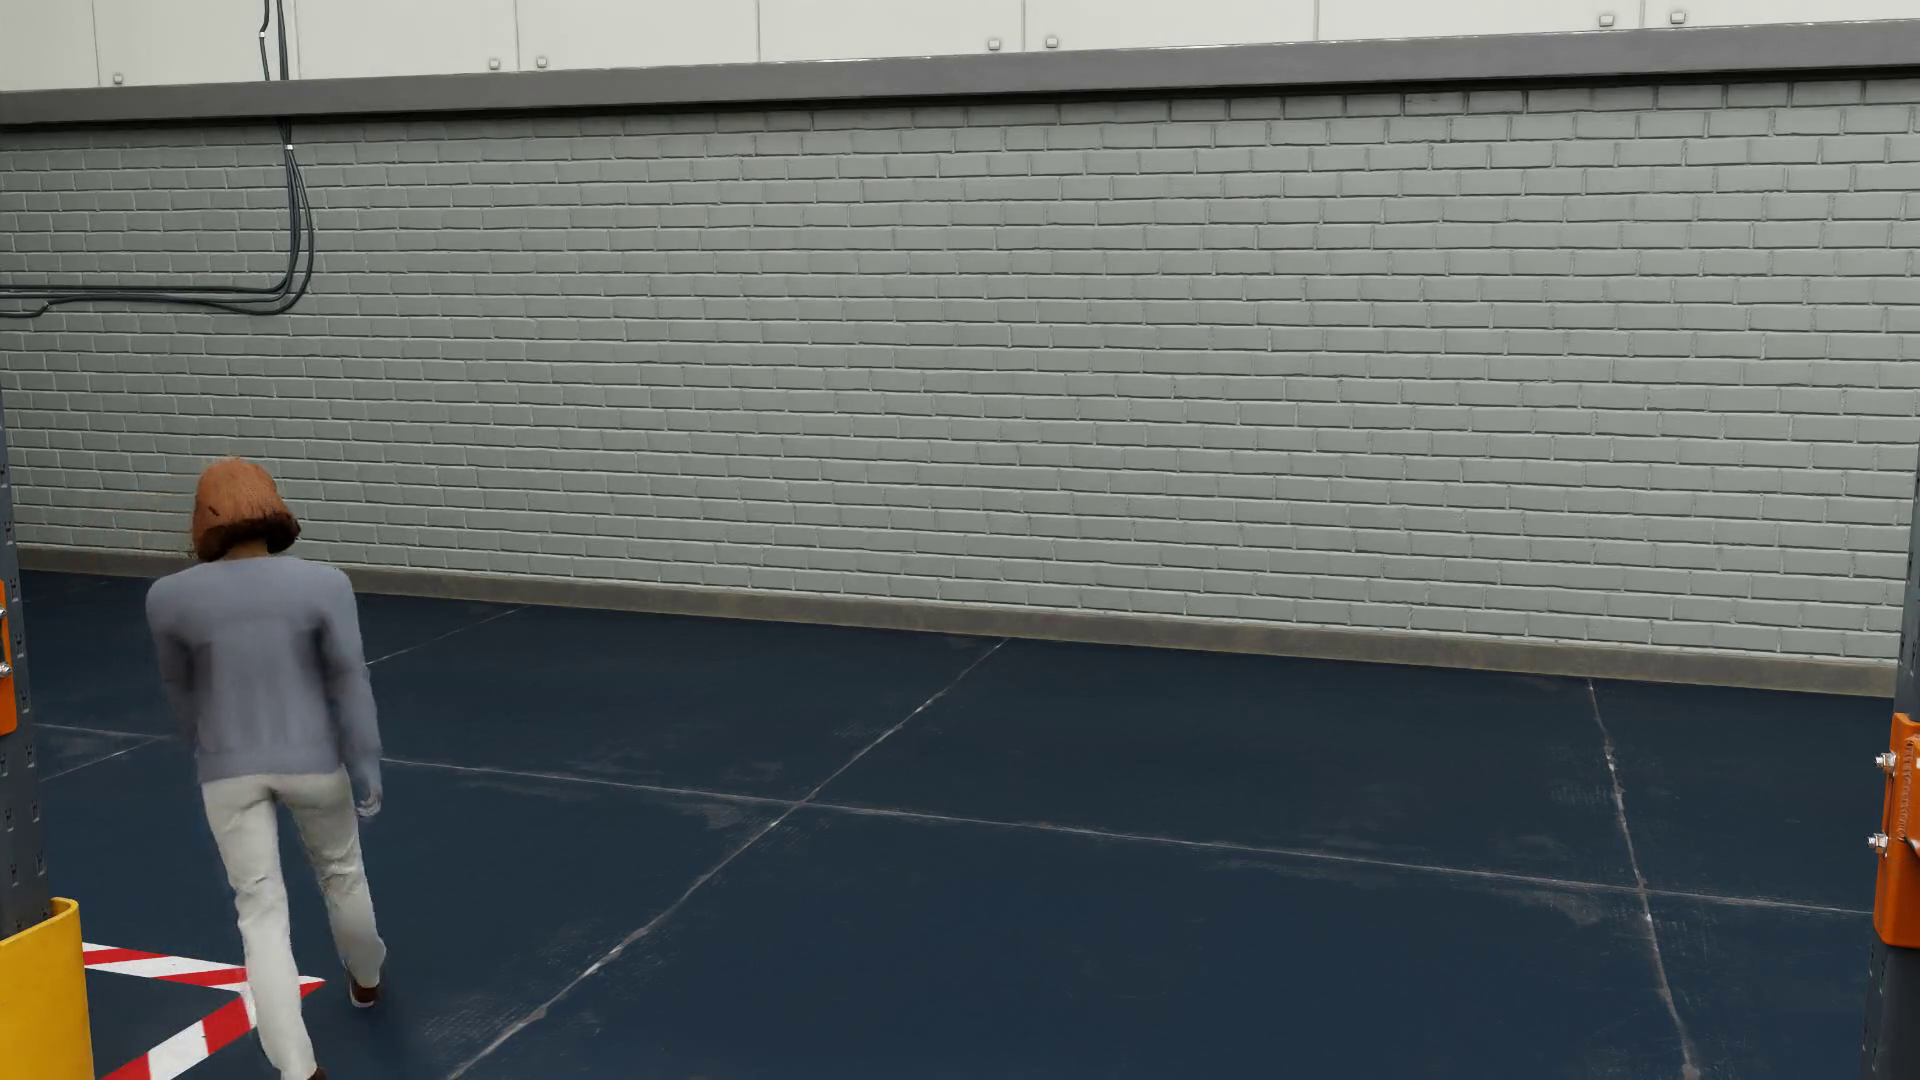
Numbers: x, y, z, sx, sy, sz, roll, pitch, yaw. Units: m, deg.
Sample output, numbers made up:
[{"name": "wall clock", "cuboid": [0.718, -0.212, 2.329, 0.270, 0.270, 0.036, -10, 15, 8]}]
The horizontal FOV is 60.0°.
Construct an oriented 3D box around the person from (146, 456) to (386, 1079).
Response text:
[{"name": "person", "cuboid": [-1.750, 0.578, 4.249, 0.525, 1.579, 0.834, -3, 10, -18]}]
